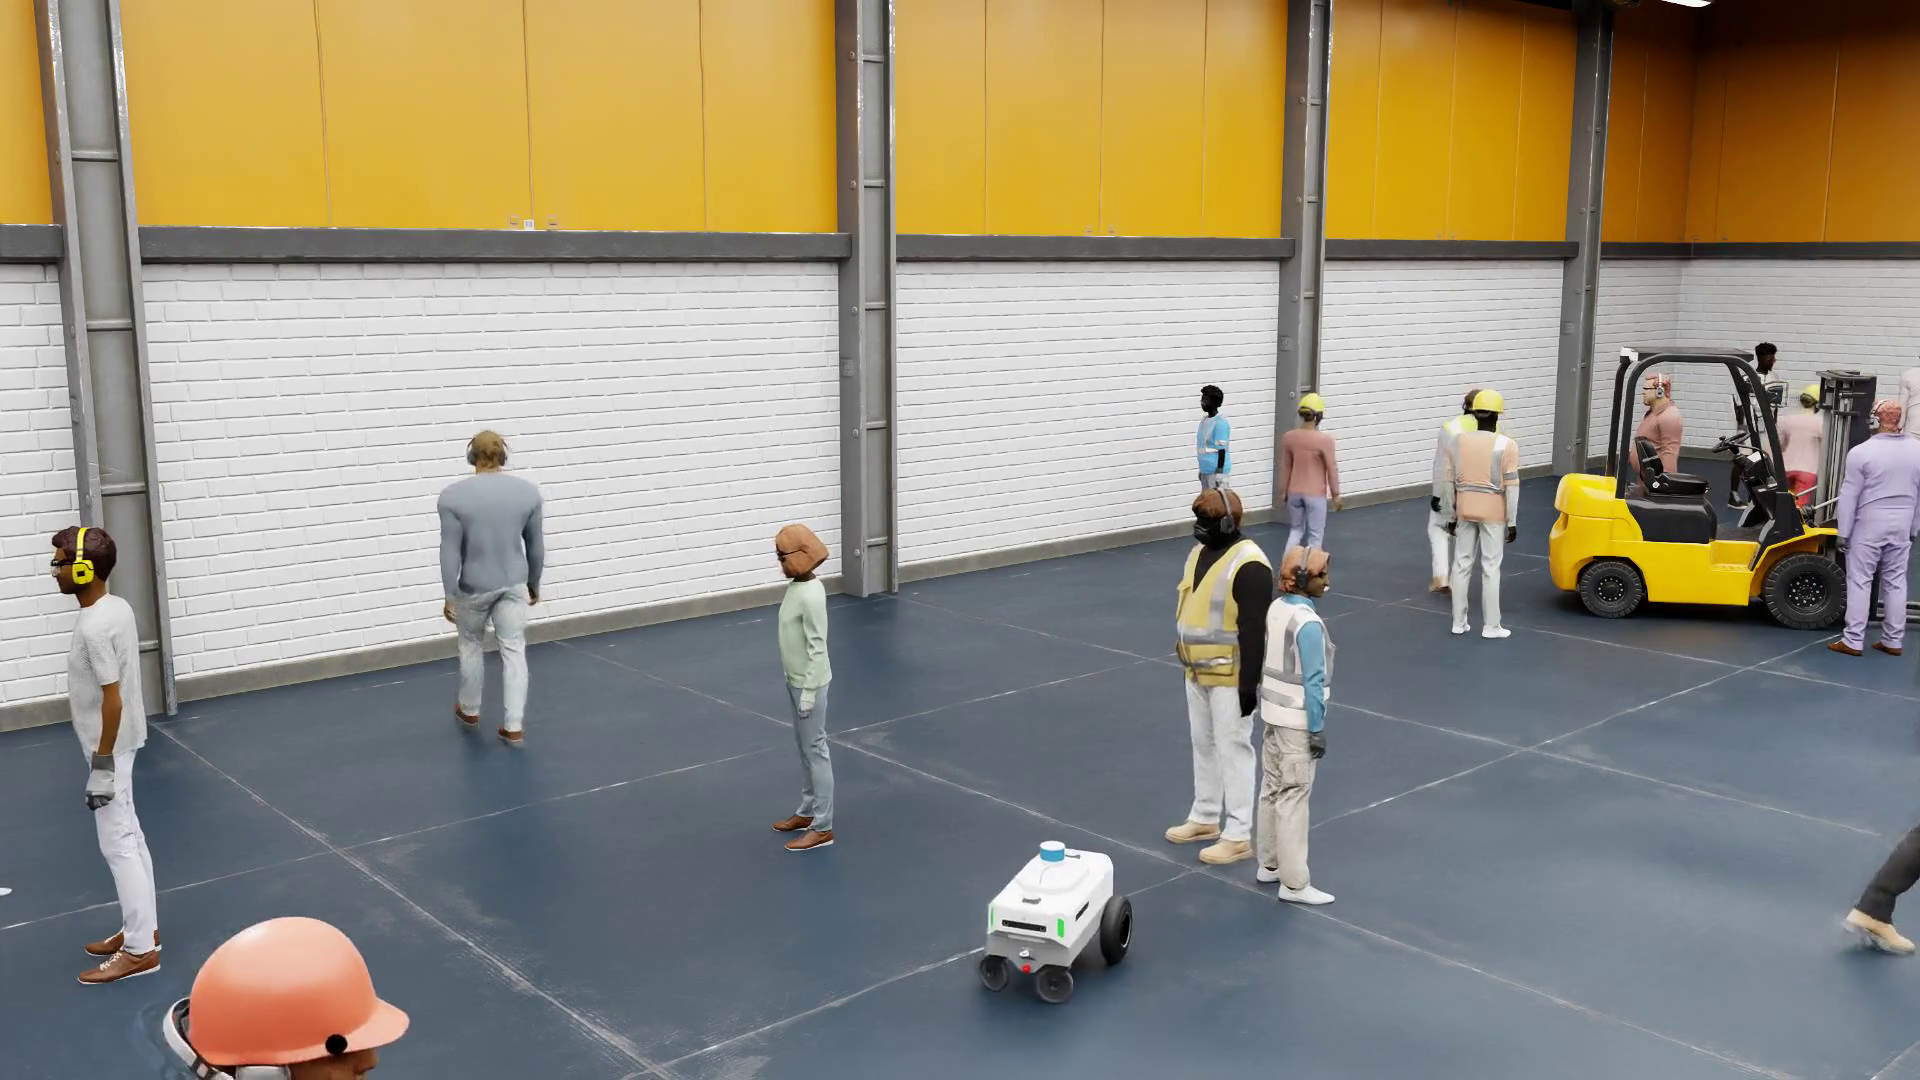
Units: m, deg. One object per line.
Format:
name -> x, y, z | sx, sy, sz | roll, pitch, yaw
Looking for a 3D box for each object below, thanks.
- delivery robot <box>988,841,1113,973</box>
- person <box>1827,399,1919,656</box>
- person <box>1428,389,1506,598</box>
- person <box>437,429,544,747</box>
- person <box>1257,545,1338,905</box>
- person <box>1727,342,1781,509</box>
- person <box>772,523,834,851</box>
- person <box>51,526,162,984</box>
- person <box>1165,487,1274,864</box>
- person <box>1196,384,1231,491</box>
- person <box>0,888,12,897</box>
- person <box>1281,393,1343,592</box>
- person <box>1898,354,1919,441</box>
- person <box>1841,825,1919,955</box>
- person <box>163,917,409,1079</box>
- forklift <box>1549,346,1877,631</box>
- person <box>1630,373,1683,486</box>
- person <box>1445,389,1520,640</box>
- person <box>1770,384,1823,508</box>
delivery robot -> 0.375, 1.474, 6.781 | 0.477, 0.478, 0.707 | 4, 10, 21
person -> 6.765, -0.085, 12.265 | 0.644, 1.900, 0.405 | -1, 10, -5
person -> 4.337, -0.392, 14.311 | 0.653, 1.814, 0.456 | -1, 10, -7
person -> -2.888, 0.266, 10.187 | 0.647, 1.900, 0.903 | -5, 11, -29
person -> 1.534, 0.837, 7.625 | 0.314, 1.636, 0.514 | -2, 10, -9
person -> 9.279, -1.327, 19.373 | 0.608, 1.956, 0.400 | -3, 10, -19
person -> -0.784, 0.723, 8.297 | 0.280, 1.633, 0.498 | -3, 10, -16
person -> -3.490, 0.865, 6.777 | 0.315, 1.869, 0.534 | -4, 10, -21
person -> 1.264, 0.649, 8.142 | 0.429, 1.836, 0.628 | -4, 10, -21
person -> 2.488, -0.685, 16.376 | 0.320, 1.691, 0.532 | -2, 10, -13
person -> -4.741, 0.886, 7.451 | 0.659, 1.608, 0.521 | -5, 11, -28
person -> 3.053, -0.399, 14.496 | 0.341, 1.766, 0.545 | -9, 13, -41
person -> 11.515, -1.387, 19.845 | 0.638, 1.911, 0.406 | 4, 11, 23
person -> 4.202, 0.887, 6.855 | 0.956, 1.804, 0.533 | 2, 10, 13
person -> -1.078, 1.533, 2.566 | 0.598, 1.977, 0.618 | -3, 10, -17
forklift -> 6.109, -0.478, 13.691 | 2.313, 2.155, 1.214 | 3, 10, 16
person -> 6.194, -0.537, 14.879 | 0.401, 1.907, 0.646 | 2, 10, 10
person -> 4.024, -0.196, 12.823 | 0.584, 1.927, 0.369 | 8, 13, 41
person -> 8.064, -0.628, 15.967 | 0.932, 1.713, 0.550 | -10, 14, -44
